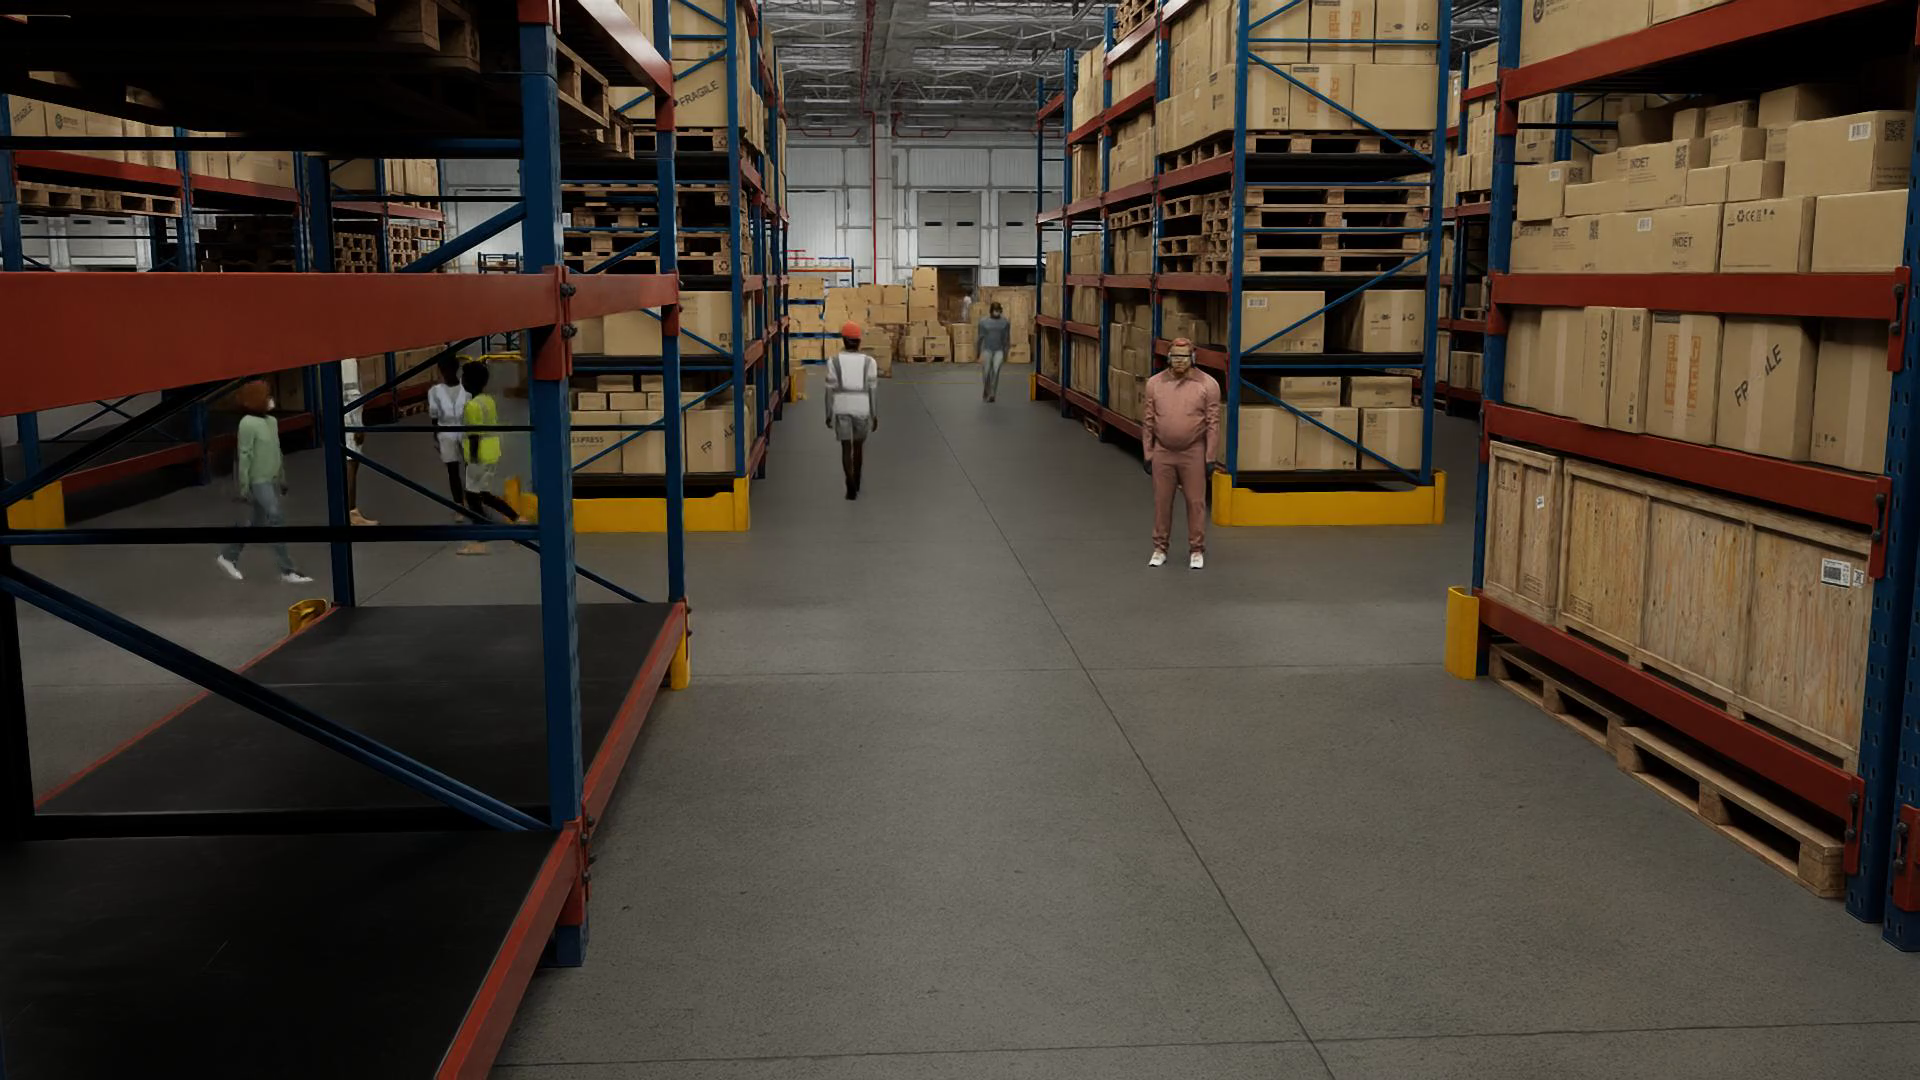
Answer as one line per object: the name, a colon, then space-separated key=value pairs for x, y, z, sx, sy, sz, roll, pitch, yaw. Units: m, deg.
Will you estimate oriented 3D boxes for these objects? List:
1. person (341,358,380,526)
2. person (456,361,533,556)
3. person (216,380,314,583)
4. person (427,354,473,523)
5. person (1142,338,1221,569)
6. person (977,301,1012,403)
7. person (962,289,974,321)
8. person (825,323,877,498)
person: x=-5.779 y=-1.107 z=15.737 sx=0.403 sy=2.033 sz=0.607 roll=-8 pitch=12 yaw=-40
person: x=-4.035 y=-0.696 z=14.266 sx=0.536 sy=1.685 sz=0.540 roll=0 pitch=9 yaw=-2
person: x=-5.501 y=-0.456 z=13.000 sx=0.795 sy=1.605 sz=0.507 roll=1 pitch=9 yaw=4
person: x=-4.934 y=-1.026 z=16.352 sx=0.537 sy=1.669 sz=0.705 roll=-2 pitch=9 yaw=-13
person: x=1.800 y=-0.708 z=13.663 sx=0.639 sy=1.899 sz=0.397 roll=3 pitch=10 yaw=19
person: x=0.656 y=-3.536 z=31.359 sx=0.645 sy=1.909 sz=0.798 roll=-1 pitch=9 yaw=-4
person: x=0.387 y=-8.043 z=59.701 sx=0.881 sy=1.893 sz=0.630 roll=0 pitch=9 yaw=0
person: x=-1.182 y=-1.410 z=18.107 sx=0.558 sy=1.890 sz=0.977 roll=-1 pitch=9 yaw=-7
